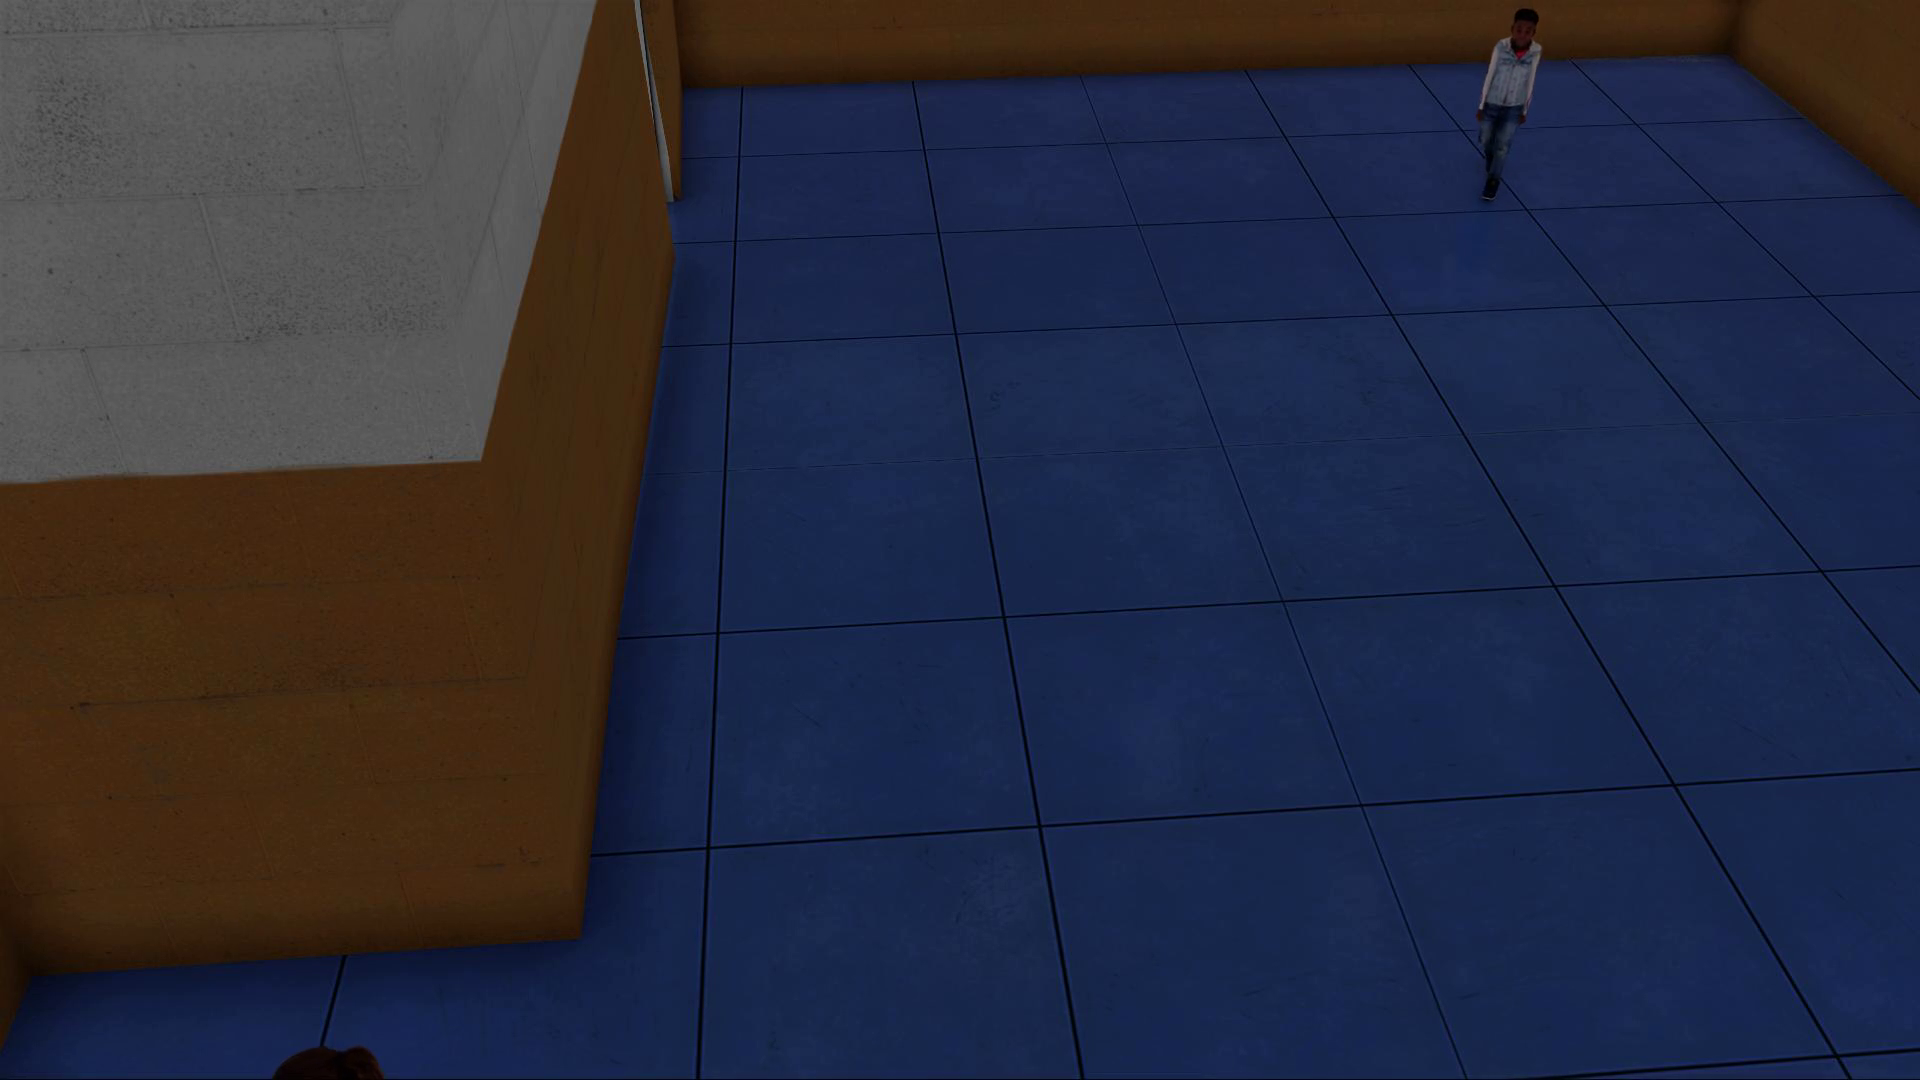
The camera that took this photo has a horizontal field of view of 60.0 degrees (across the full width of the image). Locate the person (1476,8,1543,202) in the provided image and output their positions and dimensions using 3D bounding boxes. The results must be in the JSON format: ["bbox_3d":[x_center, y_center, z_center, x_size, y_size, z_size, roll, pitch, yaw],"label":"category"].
[{"bbox_3d":[3.676,-2.965,11.188,0.824,1.247,0.788,15,40,19],"label":"person"}]
